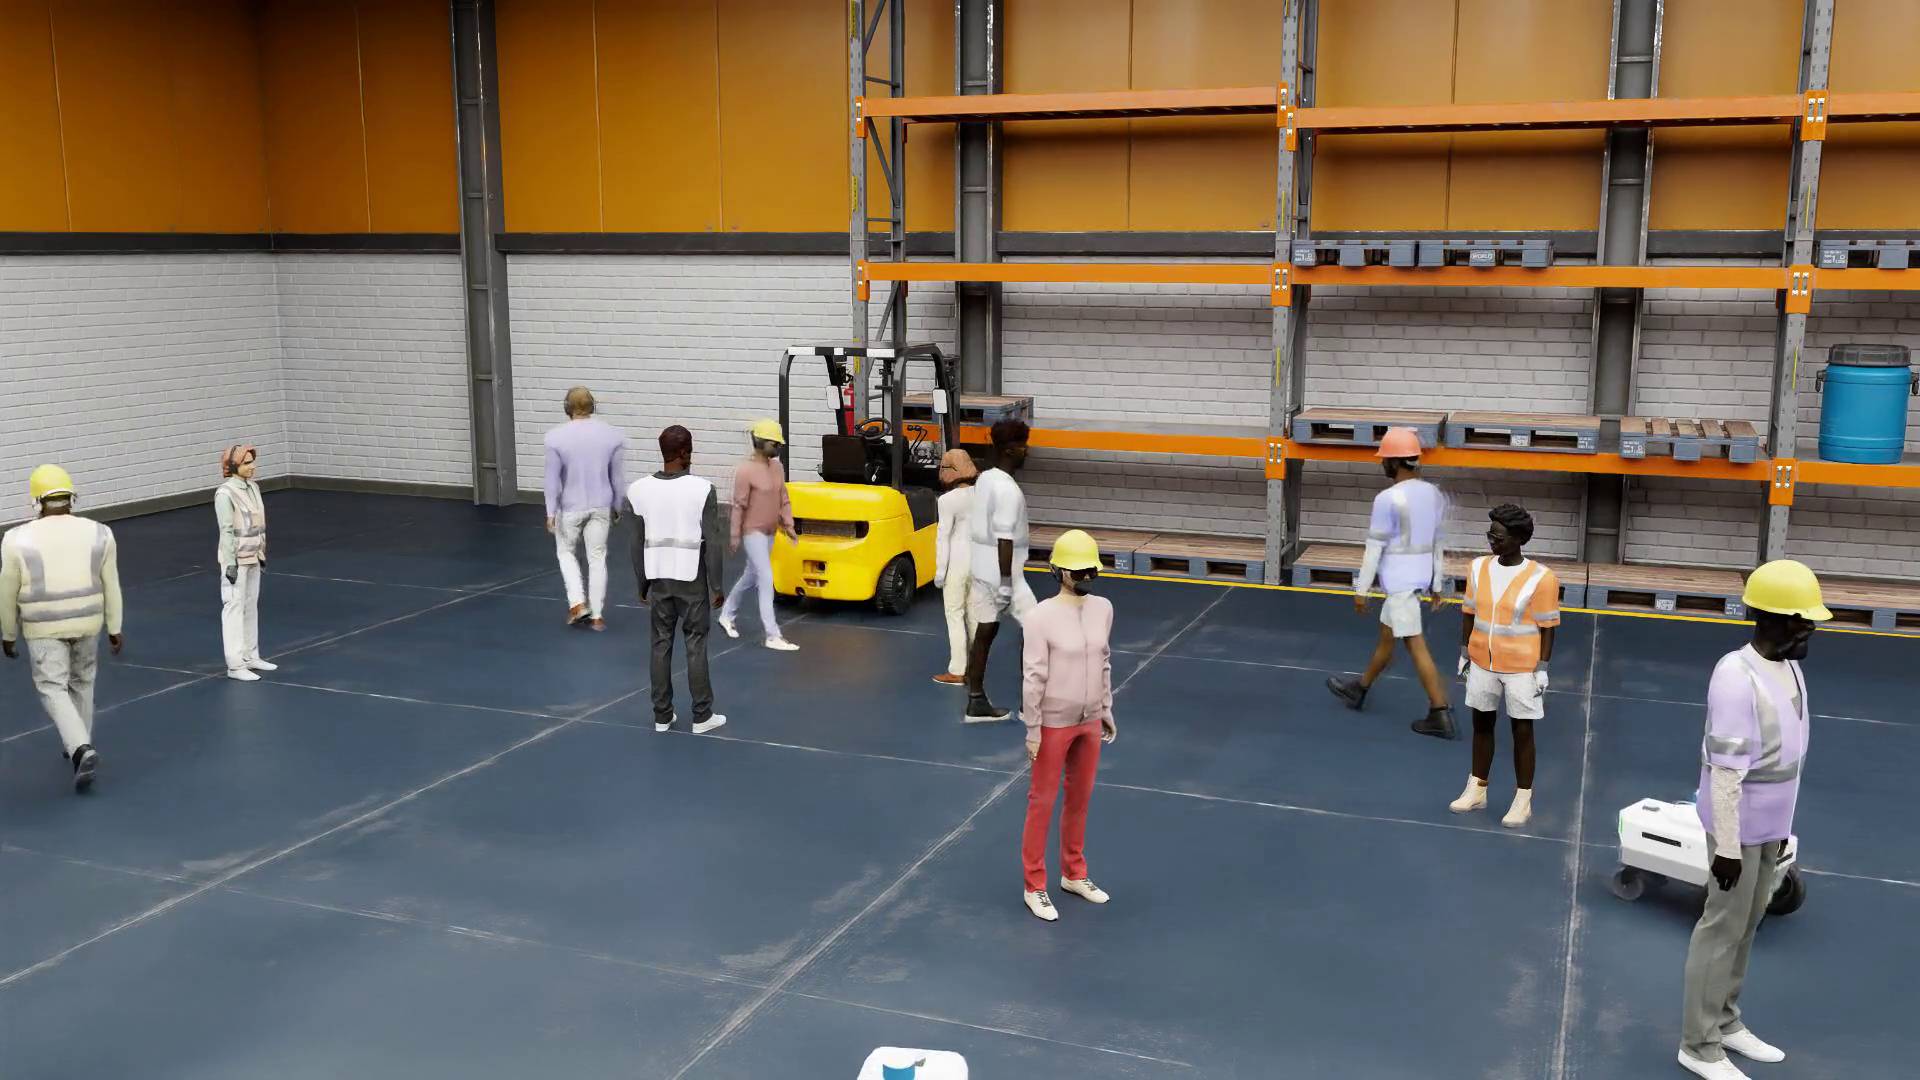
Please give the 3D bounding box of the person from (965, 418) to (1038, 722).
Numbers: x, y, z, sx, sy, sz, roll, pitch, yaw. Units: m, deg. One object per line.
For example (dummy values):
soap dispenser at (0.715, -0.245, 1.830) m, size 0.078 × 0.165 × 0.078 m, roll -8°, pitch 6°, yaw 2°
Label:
person at (0.361, 0.195, 10.509) m, size 0.771 × 1.938 × 0.611 m, roll -4°, pitch 11°, yaw -21°

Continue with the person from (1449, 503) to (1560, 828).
person at (2.839, 0.645, 8.675) m, size 0.317 × 1.698 × 0.540 m, roll -9°, pitch 14°, yaw -41°

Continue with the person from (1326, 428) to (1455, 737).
person at (2.723, 0.244, 10.393) m, size 0.560 × 1.877 × 1.045 m, roll -8°, pitch 13°, yaw -38°

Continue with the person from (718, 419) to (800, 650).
person at (-1.556, -0.061, 12.588) m, size 0.862 × 1.718 × 0.535 m, roll 5°, pitch 11°, yaw 27°

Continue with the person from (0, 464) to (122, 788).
person at (-5.030, 0.473, 9.355) m, size 0.601 × 1.804 × 0.822 m, roll -10°, pitch 14°, yaw -44°

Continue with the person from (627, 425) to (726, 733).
person at (-1.746, 0.250, 10.283) m, size 0.587 × 1.914 × 0.390 m, roll 2°, pitch 10°, yaw 13°

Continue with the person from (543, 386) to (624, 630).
person at (-2.944, -0.247, 13.035) m, size 0.658 × 1.919 × 0.443 m, roll -5°, pitch 11°, yaw -27°

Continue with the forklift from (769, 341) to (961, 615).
forklift at (-0.739, -0.602, 14.246) m, size 1.214 × 2.155 × 2.313 m, roll 4°, pitch 11°, yaw 21°

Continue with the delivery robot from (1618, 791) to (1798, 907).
delivery robot at (3.369, 1.377, 7.528) m, size 0.477 × 0.478 × 0.707 m, roll -9°, pitch 13°, yaw -40°

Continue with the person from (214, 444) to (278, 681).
person at (-4.997, 0.150, 11.596) m, size 0.315 × 1.640 × 0.514 m, roll 0°, pitch 10°, yaw 1°

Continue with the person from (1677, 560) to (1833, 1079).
person at (2.873, 1.012, 5.999) m, size 0.383 × 1.924 × 0.594 m, roll 9°, pitch 14°, yaw 41°

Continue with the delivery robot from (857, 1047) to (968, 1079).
delivery robot at (-0.186, 1.813, 5.097) m, size 0.477 × 0.478 × 0.707 m, roll 2°, pitch 10°, yaw 9°

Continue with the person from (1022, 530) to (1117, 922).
person at (0.506, 0.822, 7.505) m, size 0.532 × 1.767 × 0.328 m, roll -8°, pitch 13°, yaw -38°

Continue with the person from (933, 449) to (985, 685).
person at (-0.002, 0.183, 11.464) m, size 0.280 × 1.624 × 0.493 m, roll 6°, pitch 12°, yaw 32°
